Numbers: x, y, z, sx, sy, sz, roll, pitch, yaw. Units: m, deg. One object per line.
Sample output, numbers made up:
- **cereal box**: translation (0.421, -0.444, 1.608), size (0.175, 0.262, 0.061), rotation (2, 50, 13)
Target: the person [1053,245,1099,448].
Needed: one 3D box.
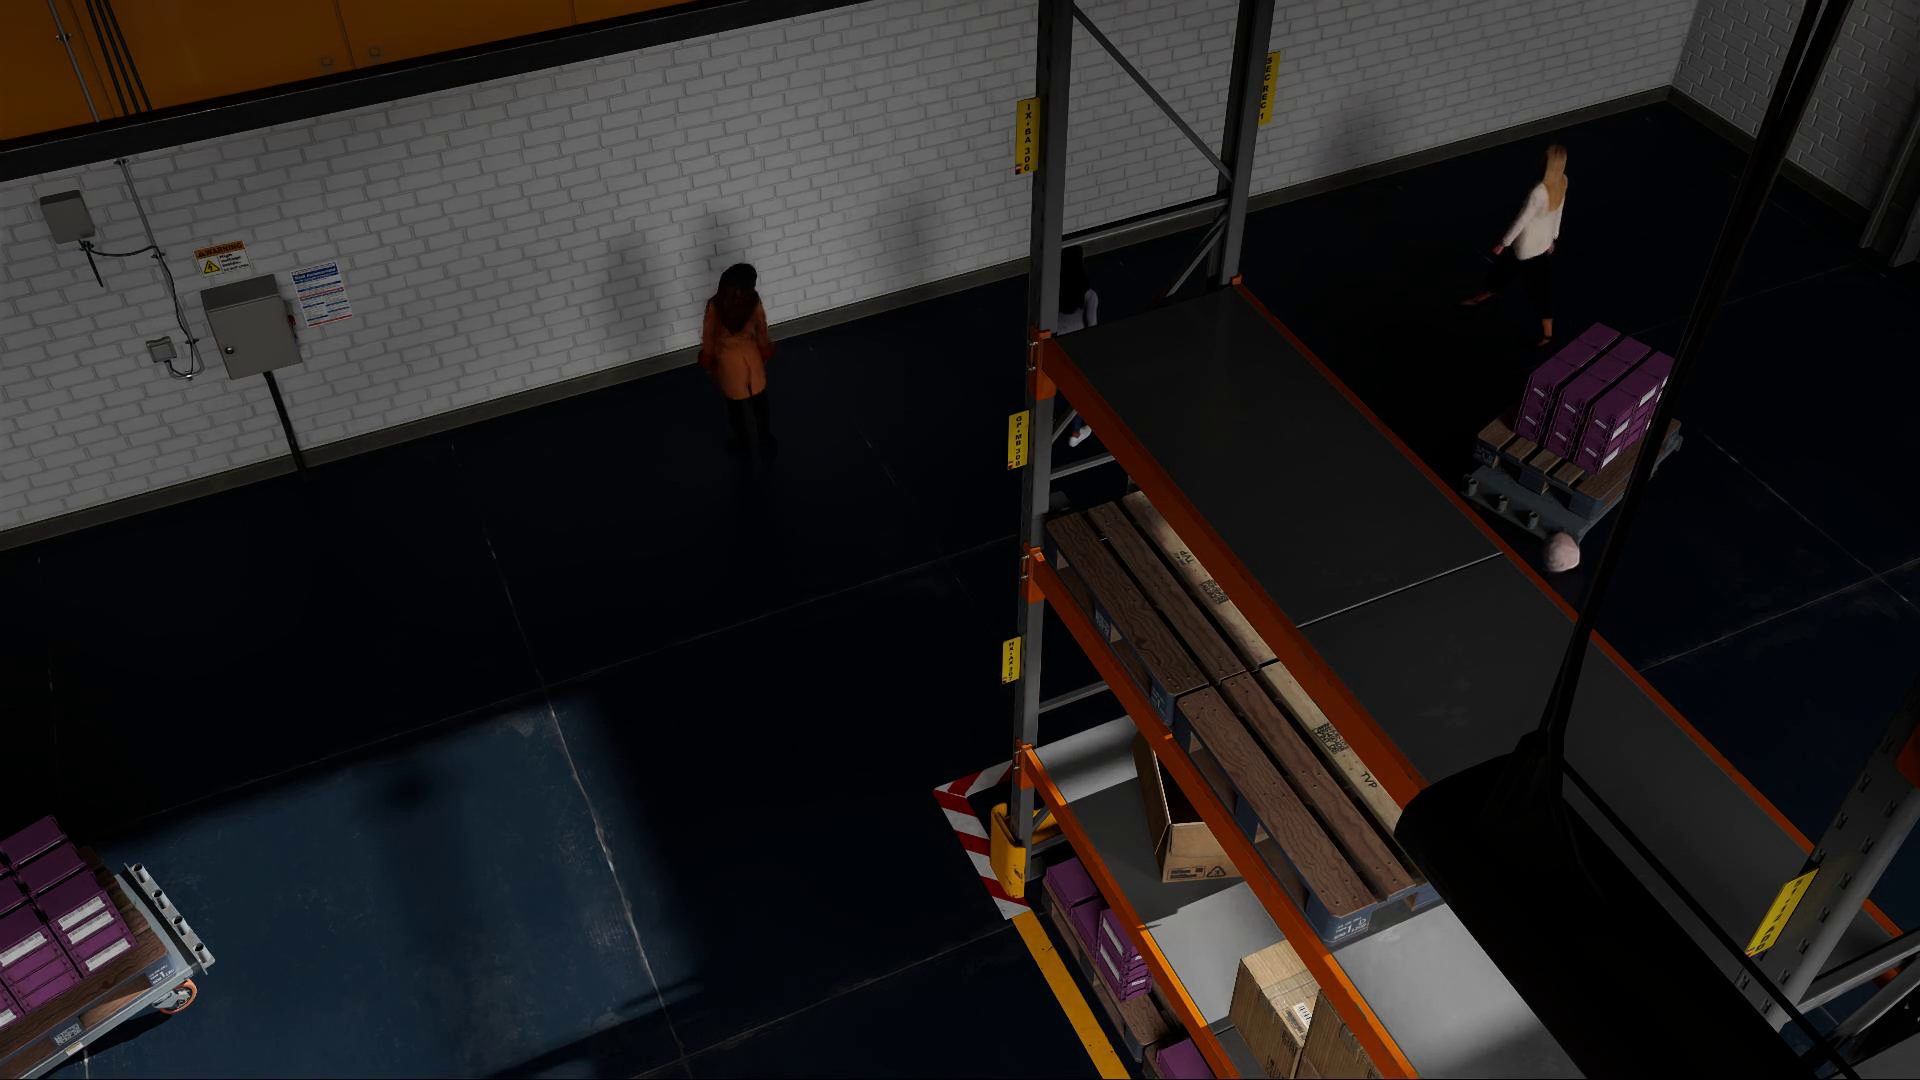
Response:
- **person**: translation (0.793, -1.456, 12.475), size (0.672, 1.734, 0.745), rotation (16, 46, 16)

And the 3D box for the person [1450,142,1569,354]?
- **person**: translation (4.640, -2.252, 13.268), size (1.274, 1.793, 0.983), rotation (28, 50, 26)

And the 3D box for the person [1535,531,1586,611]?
- **person**: translation (3.462, 0.588, 9.934), size (0.768, 1.779, 0.637), rotation (-11, 45, -12)

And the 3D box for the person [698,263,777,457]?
- **person**: translation (-1.661, -1.321, 12.355), size (0.718, 1.704, 0.567), rotation (-29, 51, -27)
